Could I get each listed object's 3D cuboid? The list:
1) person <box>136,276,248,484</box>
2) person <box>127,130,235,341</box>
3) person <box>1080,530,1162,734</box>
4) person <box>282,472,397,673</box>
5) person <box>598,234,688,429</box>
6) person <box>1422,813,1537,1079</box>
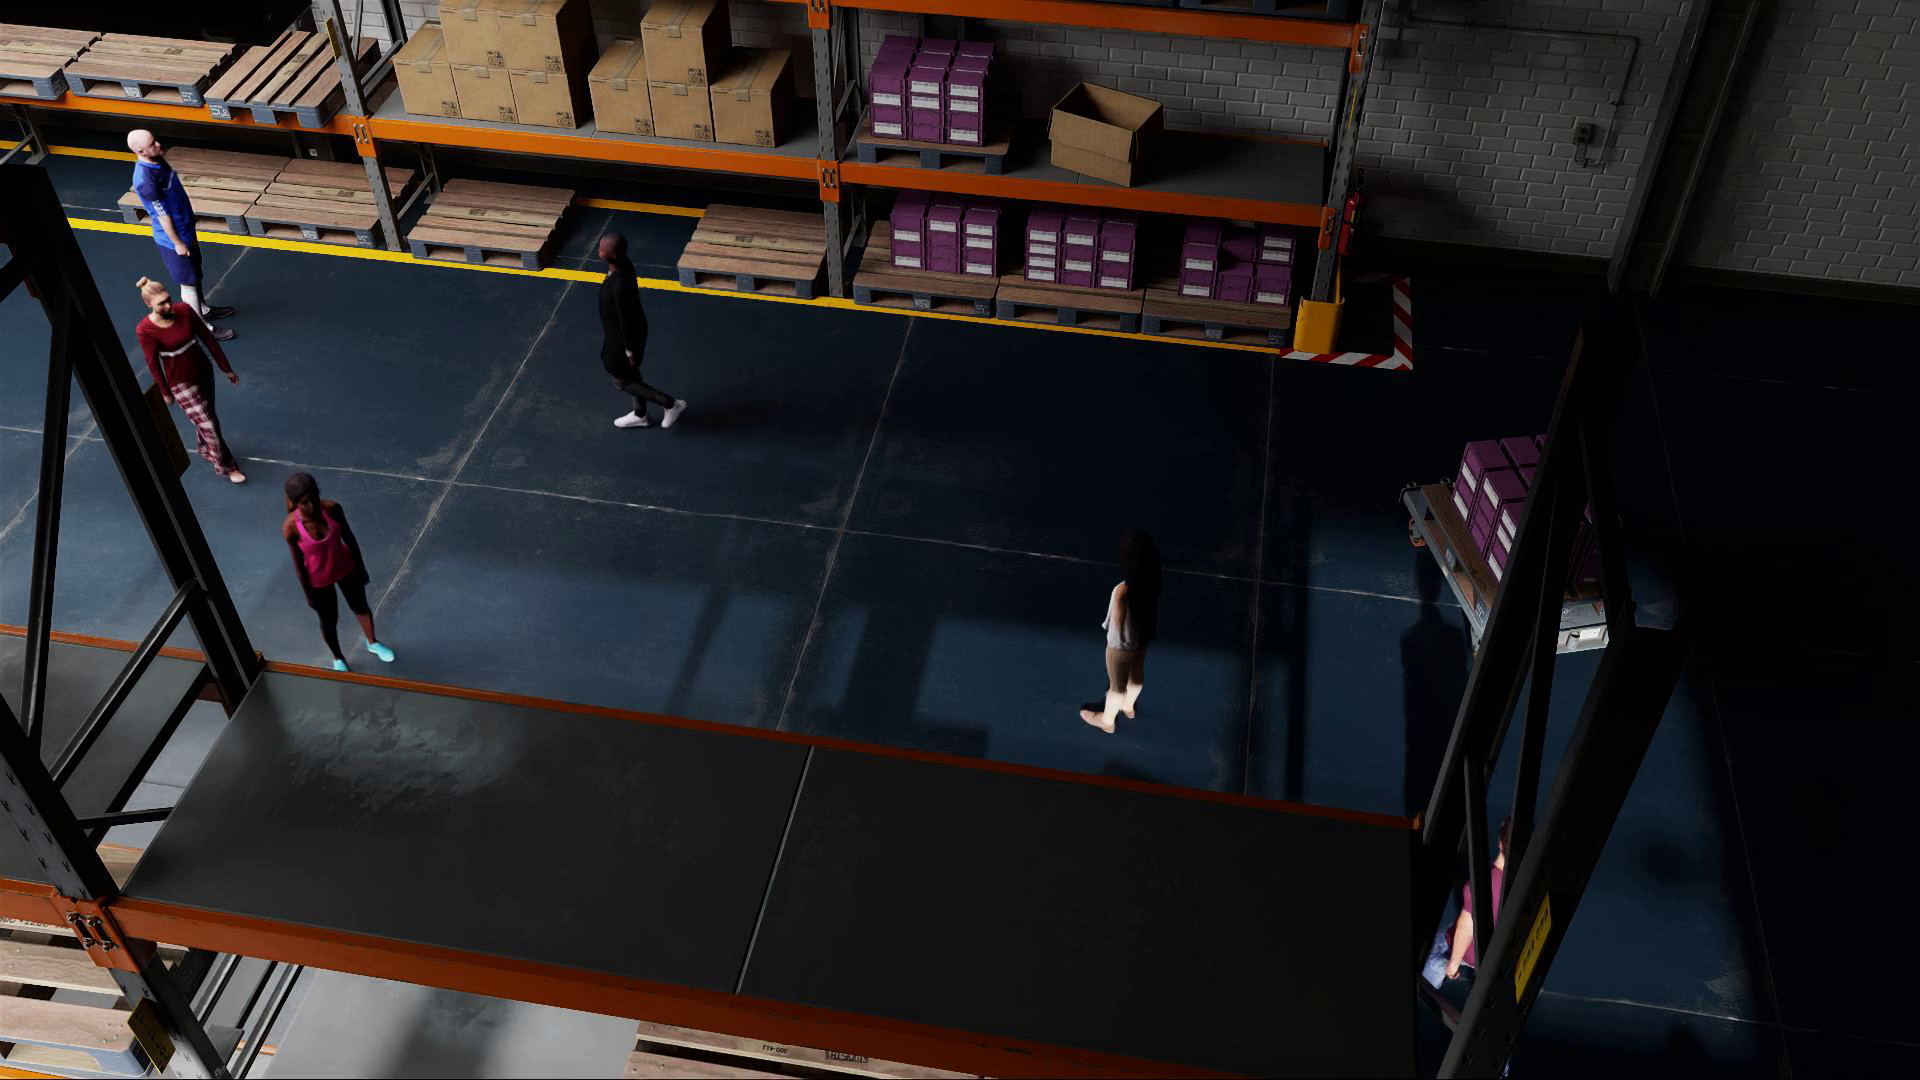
[{"bbox_3d":[-5.626,-1.201,12.042,0.863,1.684,0.758,20,47,20],"label":"person"},{"bbox_3d":[-6.233,-2.440,13.228,0.746,1.842,0.757,-12,45,-12],"label":"person"},{"bbox_3d":[1.055,0.581,10.194,0.660,1.652,0.722,10,44,10],"label":"person"},{"bbox_3d":[-3.983,0.213,10.534,0.659,1.718,0.712,-29,51,-27],"label":"person"},{"bbox_3d":[-2.378,-1.513,12.323,0.881,1.749,0.742,-1,44,-2],"label":"person"},{"bbox_3d":[2.713,2.117,8.468,1.205,1.810,1.038,-8,44,-8],"label":"person"}]
